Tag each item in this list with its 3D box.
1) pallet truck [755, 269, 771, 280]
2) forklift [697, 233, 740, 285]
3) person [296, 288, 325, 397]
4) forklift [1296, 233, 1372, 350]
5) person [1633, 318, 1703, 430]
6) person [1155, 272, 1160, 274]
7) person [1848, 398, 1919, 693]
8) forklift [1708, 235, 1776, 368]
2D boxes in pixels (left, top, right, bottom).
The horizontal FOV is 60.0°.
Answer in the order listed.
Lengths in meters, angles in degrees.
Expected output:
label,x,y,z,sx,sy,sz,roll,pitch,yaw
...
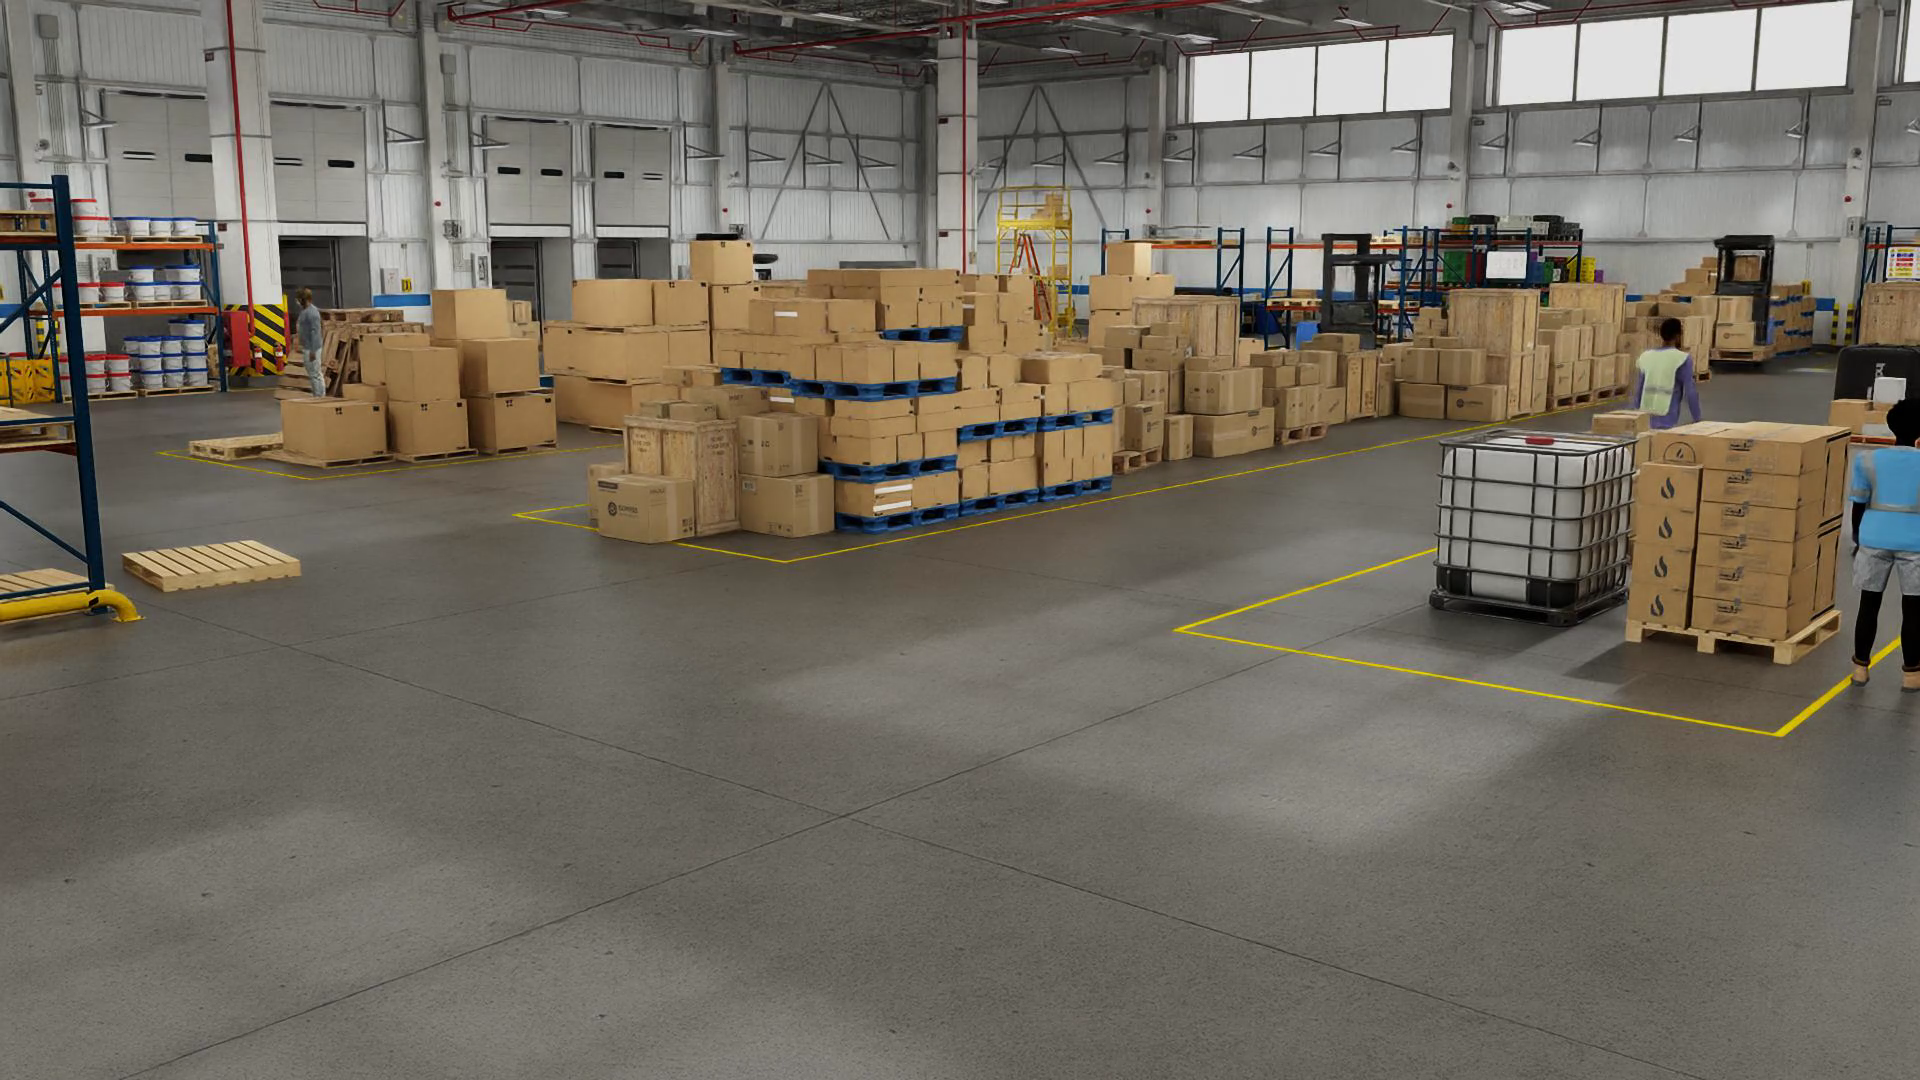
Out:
label,x,y,z,sx,sy,sz,roll,pitch,yaw
pallet truck,-4.996,-6.432,45.525,1.885,1.965,0.823,-6,12,-32
forklift,-4.672,-4.559,32.351,1.873,2.768,1.129,6,11,29
person,-10.122,-2.957,25.922,0.371,1.935,0.627,-6,12,-30
forklift,7.467,-4.563,32.374,1.129,2.768,1.873,-3,11,-19
person,6.900,-1.231,16.308,1.020,1.868,0.608,-4,11,-21
person,4.987,-5.808,42.143,0.546,1.938,0.360,-5,11,-27
person,5.400,0.030,9.583,0.531,1.698,0.320,8,13,39
forklift,16.912,-5.169,35.824,1.129,2.768,1.873,7,12,34
